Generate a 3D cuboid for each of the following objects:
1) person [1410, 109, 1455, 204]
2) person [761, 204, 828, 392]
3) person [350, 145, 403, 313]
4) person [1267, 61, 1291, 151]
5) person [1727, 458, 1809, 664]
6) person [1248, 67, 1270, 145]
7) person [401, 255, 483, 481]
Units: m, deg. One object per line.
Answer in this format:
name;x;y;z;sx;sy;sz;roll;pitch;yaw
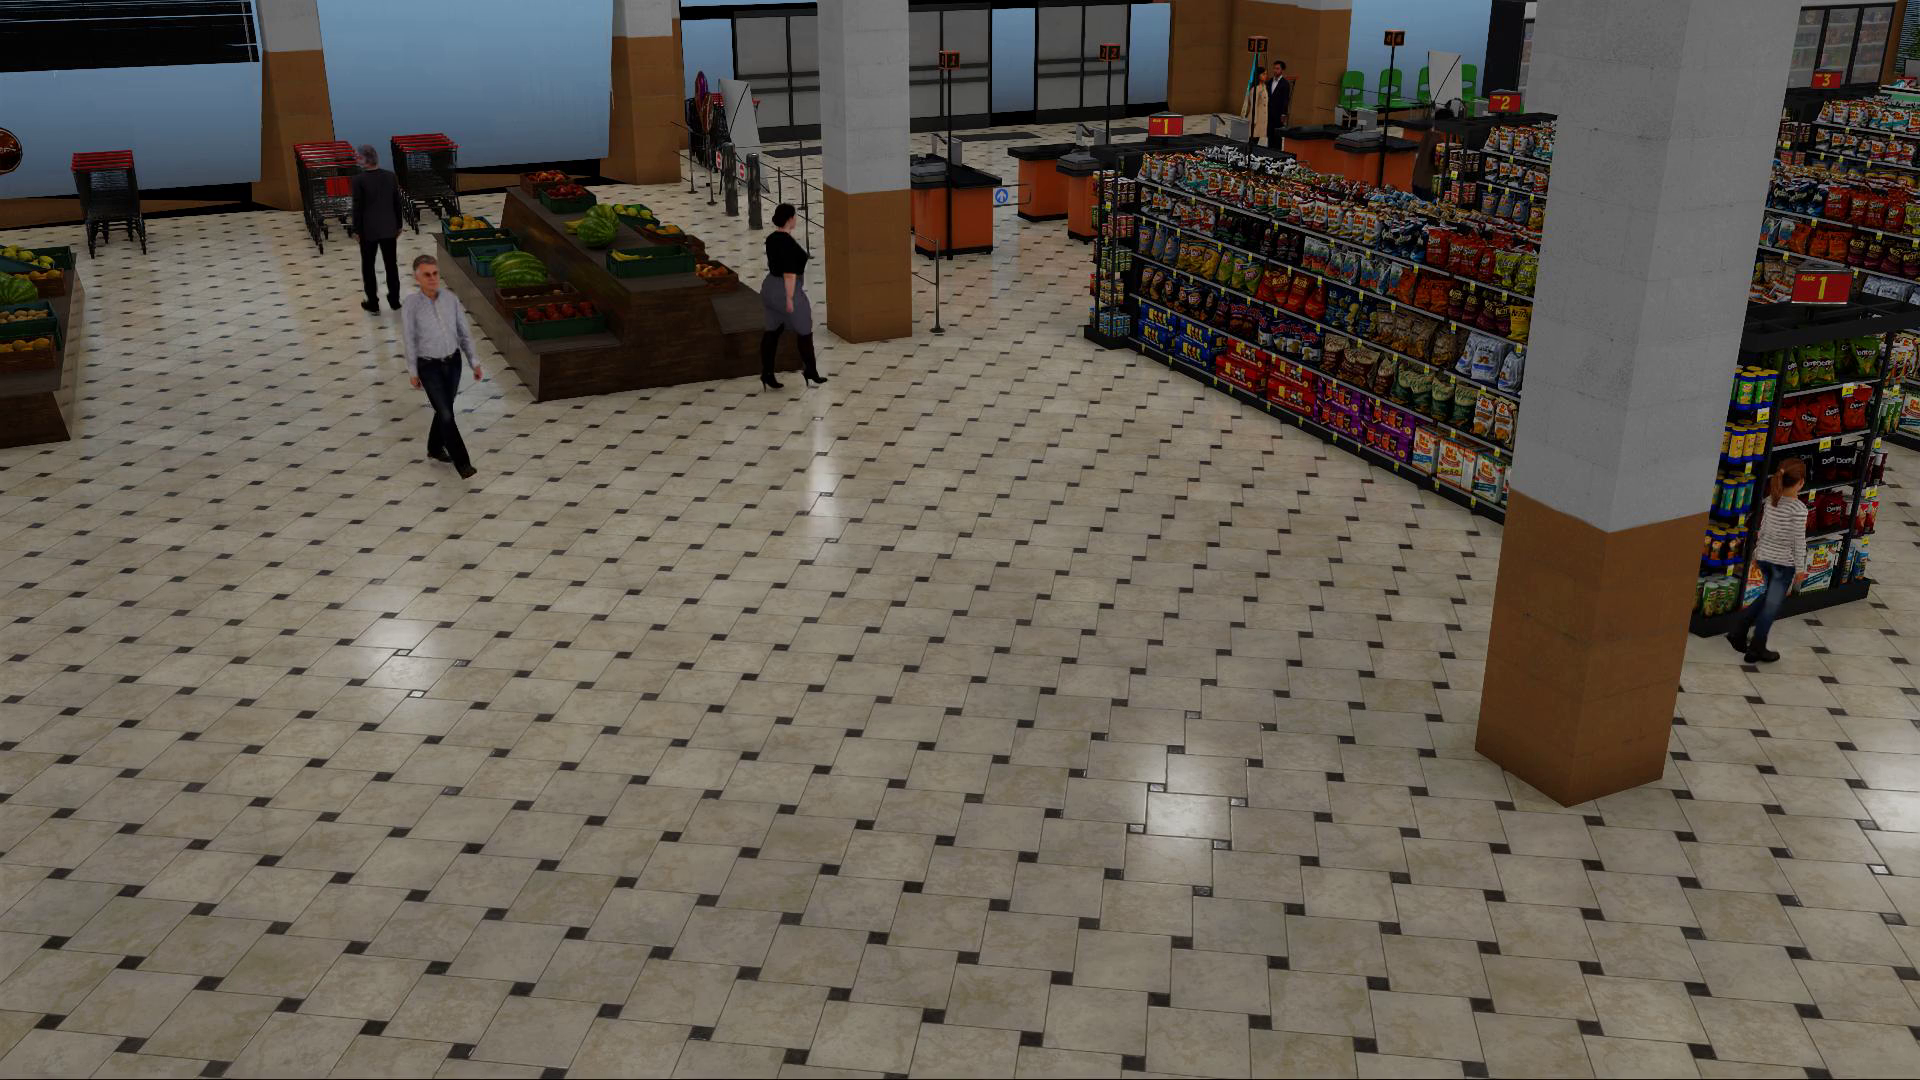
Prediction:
person;5.812;-4.493;20.929;0.980;1.857;0.599;-10;24;-24
person;-1.727;-2.216;15.434;0.788;1.729;0.815;-13;25;-29
person;-6.431;-3.441;18.339;0.816;1.836;0.745;-13;25;-29
person;5.201;-6.989;27.311;0.737;1.730;0.552;-15;26;-32
person;4.904;0.146;10.125;0.616;1.304;0.584;-3;22;-7
person;4.780;-6.761;26.809;0.739;1.681;0.720;11;25;26
person;-4.203;-1.394;13.335;0.918;1.767;1.258;-19;29;-39
